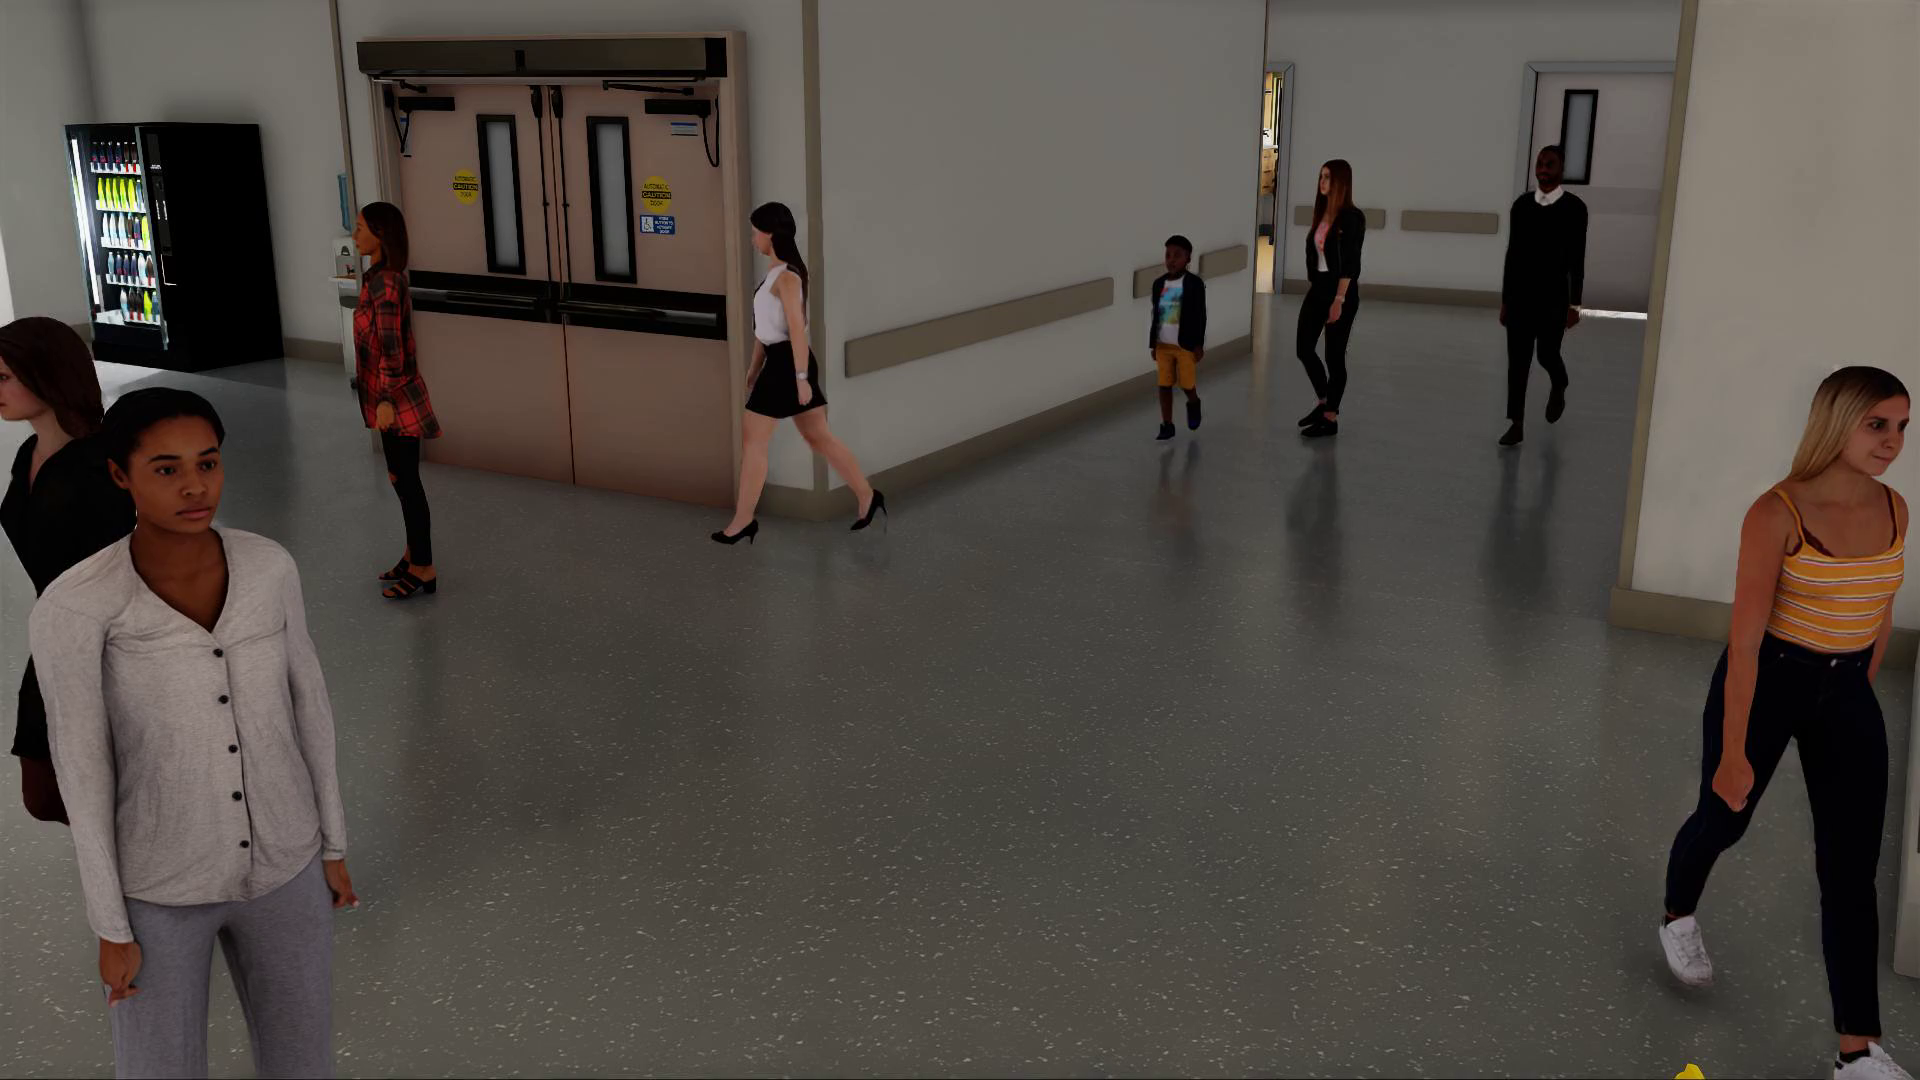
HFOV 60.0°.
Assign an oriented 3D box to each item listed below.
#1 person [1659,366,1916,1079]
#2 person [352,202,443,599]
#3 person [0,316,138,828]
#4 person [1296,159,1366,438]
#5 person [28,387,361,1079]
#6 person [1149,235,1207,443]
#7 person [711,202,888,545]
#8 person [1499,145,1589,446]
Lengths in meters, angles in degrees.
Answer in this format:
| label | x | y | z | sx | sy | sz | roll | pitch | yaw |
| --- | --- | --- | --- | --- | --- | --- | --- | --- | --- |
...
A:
| label | x | y | z | sx | sy | sz | roll | pitch | yaw |
| --- | --- | --- | --- | --- | --- | --- | --- | --- | --- |
| person | 1.877 | 0.404 | 3.866 | 1.159 | 1.573 | 1.130 | -2 | 16 | -5 |
| person | -2.446 | -0.605 | 7.203 | 0.759 | 1.704 | 0.684 | -6 | 17 | -19 |
| person | -1.993 | 0.299 | 4.019 | 0.586 | 1.692 | 0.641 | 9 | 18 | 30 |
| person | 2.393 | -1.505 | 10.397 | 0.805 | 1.704 | 0.720 | -8 | 17 | -25 |
| person | -1.346 | 0.578 | 2.968 | 0.609 | 1.726 | 0.666 | 14 | 21 | 40 |
| person | 1.368 | -1.249 | 10.297 | 0.649 | 1.264 | 0.591 | 8 | 18 | 26 |
| person | -0.730 | -0.756 | 7.926 | 1.111 | 1.602 | 0.983 | -4 | 16 | -13 |
| person | 3.581 | -1.491 | 10.188 | 0.981 | 1.790 | 0.770 | 12 | 19 | 35 |
